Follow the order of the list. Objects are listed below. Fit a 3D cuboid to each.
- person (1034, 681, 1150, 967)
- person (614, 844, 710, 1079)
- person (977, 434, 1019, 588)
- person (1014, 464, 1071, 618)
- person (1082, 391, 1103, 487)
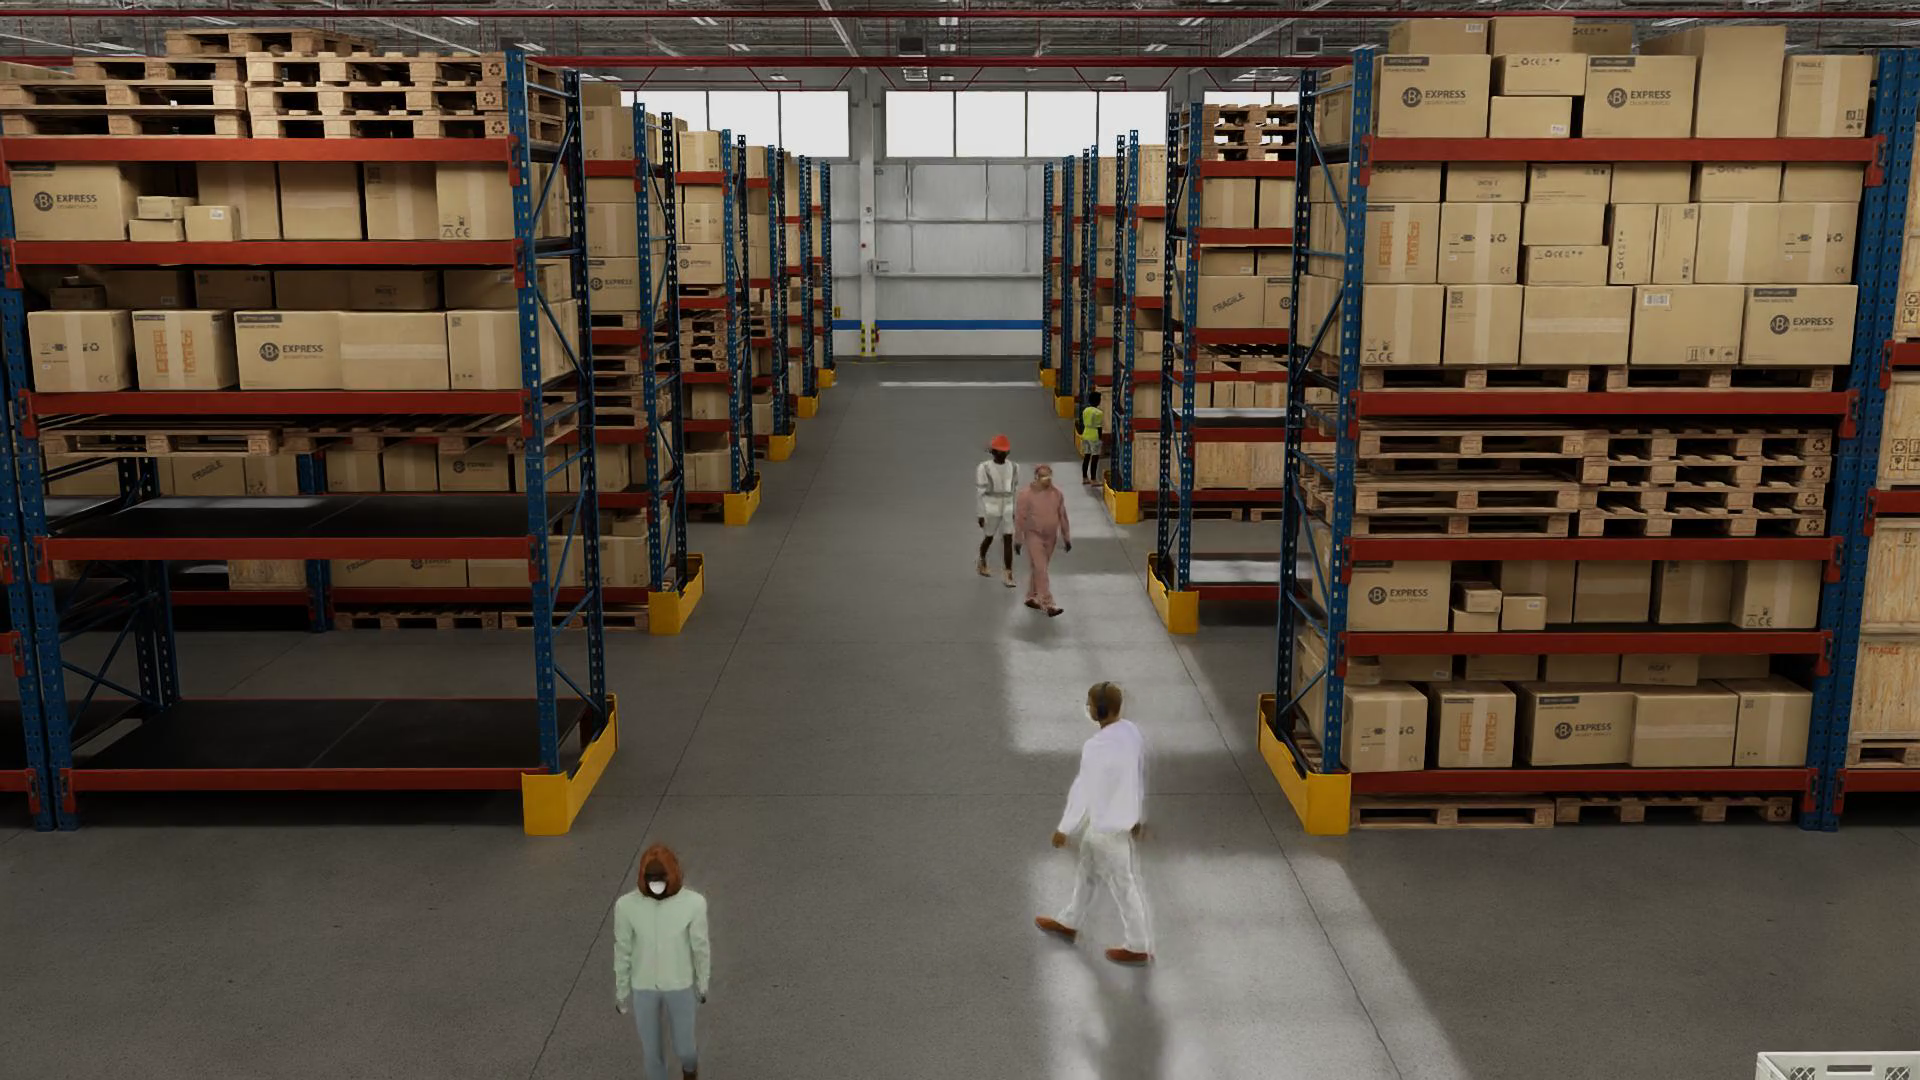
[{"bbox_3d":[0.860,1.850,10.968,0.954,1.895,0.633,5,12,24],"label":"person"},{"bbox_3d":[-1.598,2.395,8.971,0.504,1.621,0.431,0,11,-2],"label":"person"},{"bbox_3d":[0.483,-0.425,22.003,0.617,2.013,0.999,-4,12,-20],"label":"person"},{"bbox_3d":[1.045,-0.004,20.261,0.674,1.851,0.982,-7,13,-31],"label":"person"},{"bbox_3d":[2.363,-1.797,29.572,0.319,1.691,0.536,-6,13,-29],"label":"person"}]
